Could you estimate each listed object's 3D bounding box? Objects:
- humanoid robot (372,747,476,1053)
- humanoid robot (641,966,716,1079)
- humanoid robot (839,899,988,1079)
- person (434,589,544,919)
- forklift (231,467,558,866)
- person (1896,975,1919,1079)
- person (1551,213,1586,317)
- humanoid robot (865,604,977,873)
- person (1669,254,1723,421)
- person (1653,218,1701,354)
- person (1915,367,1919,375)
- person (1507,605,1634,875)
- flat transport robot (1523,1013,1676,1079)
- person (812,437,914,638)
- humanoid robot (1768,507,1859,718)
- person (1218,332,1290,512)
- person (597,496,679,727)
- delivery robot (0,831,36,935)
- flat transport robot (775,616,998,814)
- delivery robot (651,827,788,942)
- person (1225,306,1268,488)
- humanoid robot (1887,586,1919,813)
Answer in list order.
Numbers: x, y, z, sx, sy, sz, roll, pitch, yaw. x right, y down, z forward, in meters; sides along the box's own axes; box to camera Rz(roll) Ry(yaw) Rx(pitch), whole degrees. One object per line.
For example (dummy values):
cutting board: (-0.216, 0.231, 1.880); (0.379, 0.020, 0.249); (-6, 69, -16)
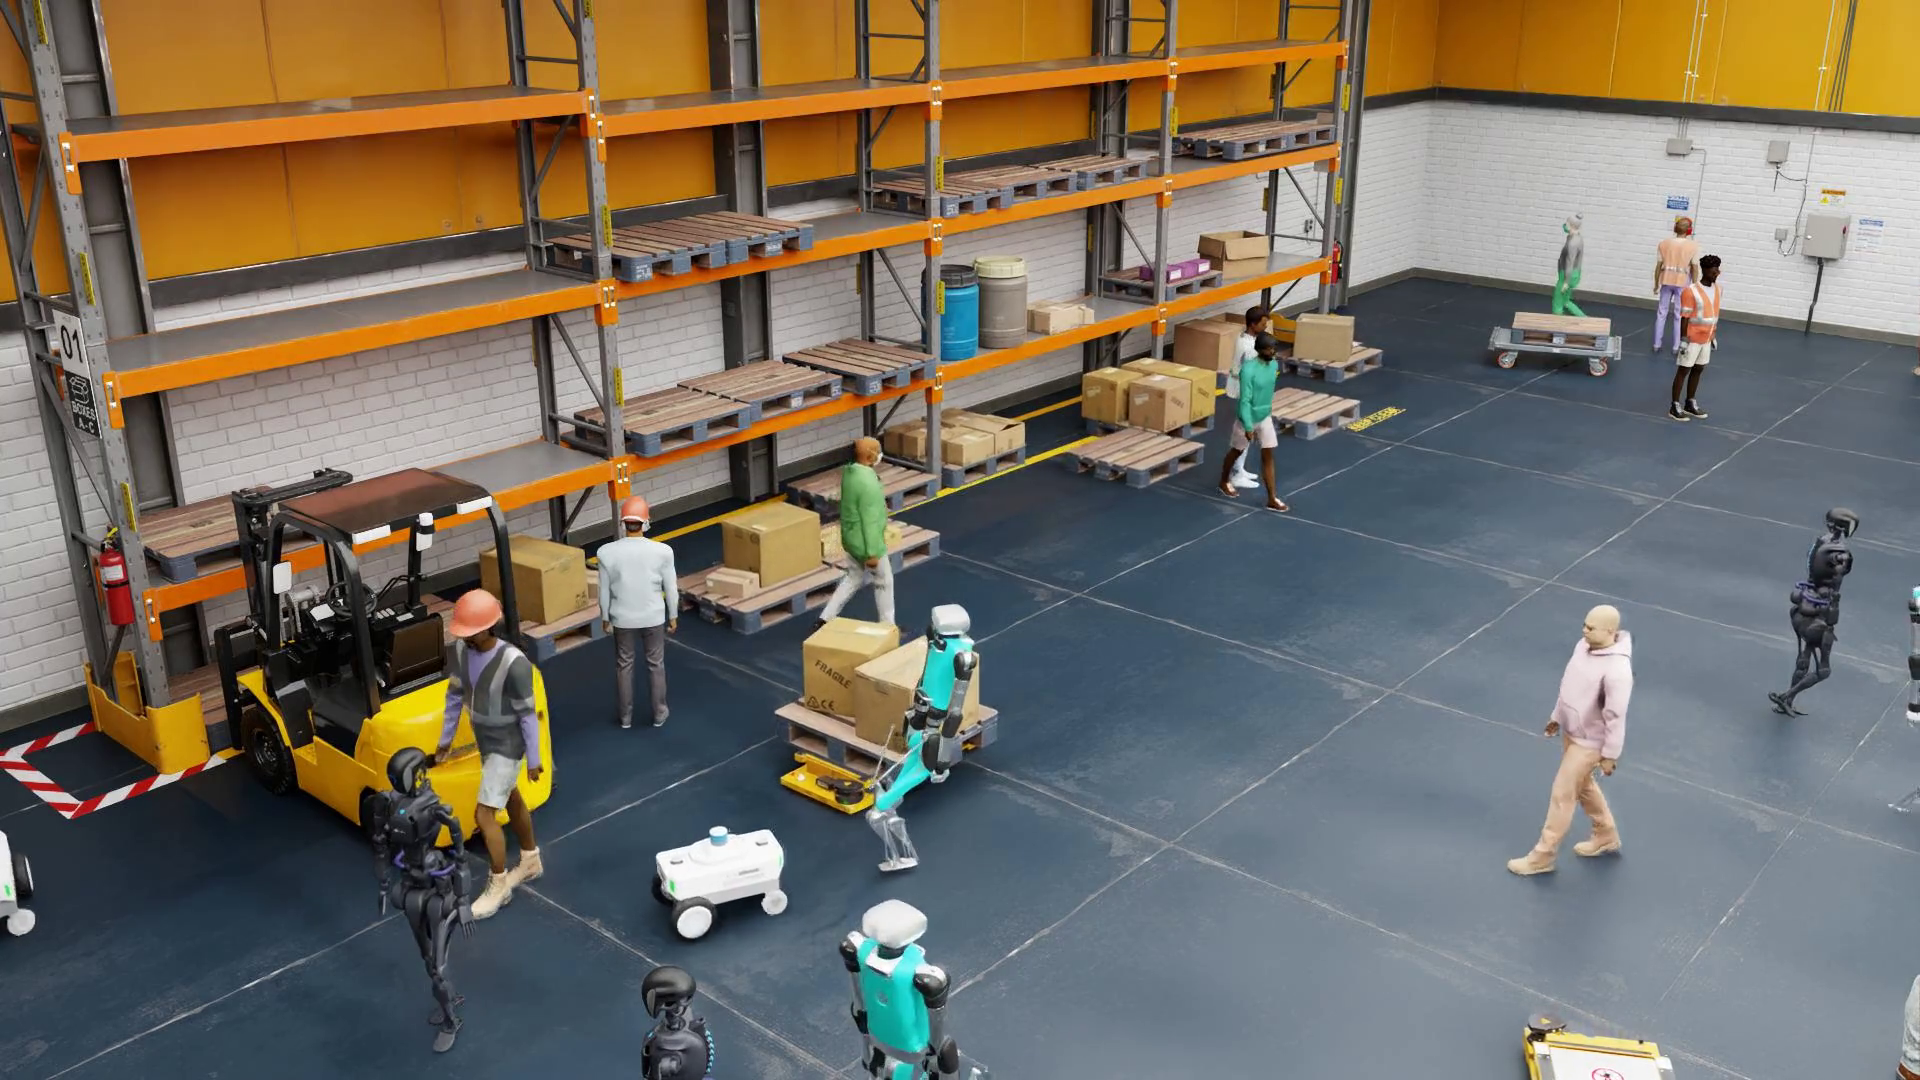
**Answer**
humanoid robot: (-2.772, 1.818, 8.594); (0.604, 1.643, 0.458); (7, 21, 19)
humanoid robot: (-1.130, 2.466, 6.815); (0.315, 1.657, 0.599); (-1, 20, -2)
humanoid robot: (-0.113, 2.295, 7.290); (0.542, 1.819, 0.774); (14, 25, 34)
person: (-2.800, 1.226, 9.721); (0.770, 2.009, 0.645); (-19, 27, -41)
forklift: (-3.730, 0.710, 10.856); (2.313, 2.155, 1.214); (17, 26, 38)
person: (4.994, 1.849, 8.138); (0.627, 1.936, 0.379); (-8, 22, -22)
person: (8.561, -3.683, 23.294); (0.640, 1.822, 0.523); (11, 23, 27)
humanoid robot: (-0.328, 1.295, 10.014); (0.832, 1.825, 0.555); (-8, 22, -21)
person: (8.688, -2.385, 19.571); (0.603, 1.962, 0.367); (-11, 23, -26)
person: (9.716, -3.449, 22.617); (0.563, 1.847, 0.389); (15, 25, 34)
person: (12.633, -2.922, 21.351); (0.375, 1.753, 0.662); (2, 20, 5)
person: (3.810, 1.200, 10.150); (0.790, 1.756, 0.544); (-2, 20, -5)
flat transport robot: (3.121, 2.804, 7.953); (0.659, 0.231, 1.431); (4, 21, 11)
person: (-0.813, 0.008, 13.382); (0.807, 1.755, 0.571); (-8, 22, -21)
humanoid robot: (6.195, 0.528, 12.096); (0.379, 1.644, 0.584); (3, 20, 8)
person: (2.943, -1.213, 16.639); (0.508, 1.787, 0.995); (-12, 24, -30)
person: (-2.316, 0.523, 12.011); (0.572, 1.738, 0.350); (-3, 21, -9)
delivery robot: (-5.720, 2.006, 9.732); (0.523, 0.614, 0.785); (-12, 23, -28)
flat transport robot: (-0.506, 1.473, 11.560); (0.659, 0.231, 1.431); (16, 26, 37)
delivery robot: (-1.426, 1.986, 9.786); (0.818, 0.614, 0.499); (-9, 22, -22)
person: (2.948, -1.480, 17.203); (0.400, 1.908, 0.597); (1, 20, 3)
humanoid robot: (6.451, 1.075, 10.573); (0.549, 1.769, 0.976); (-16, 26, -37)
